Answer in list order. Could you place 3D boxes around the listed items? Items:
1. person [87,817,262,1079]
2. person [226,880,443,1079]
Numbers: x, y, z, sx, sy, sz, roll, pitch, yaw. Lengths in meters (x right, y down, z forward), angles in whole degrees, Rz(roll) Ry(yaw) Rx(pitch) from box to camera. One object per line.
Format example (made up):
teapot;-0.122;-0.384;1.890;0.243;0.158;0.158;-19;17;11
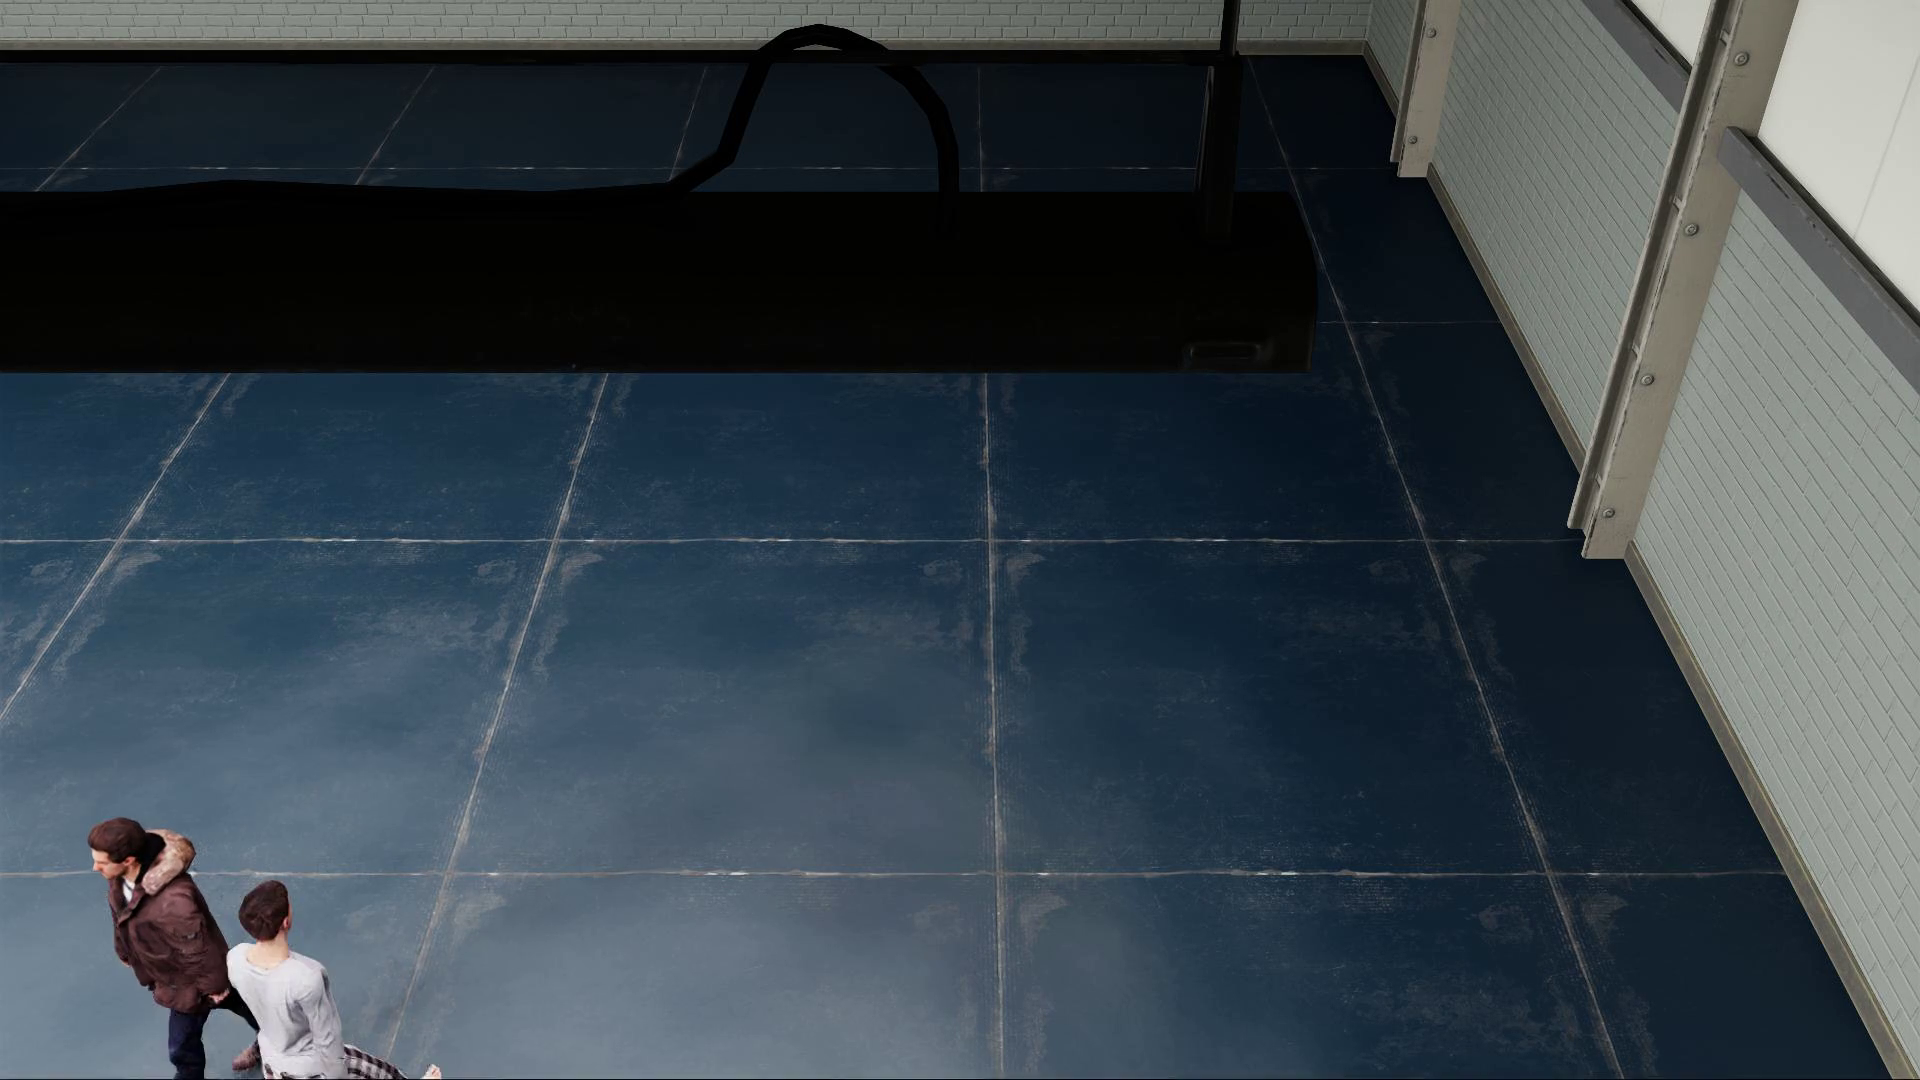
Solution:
person;-3.411;1.861;7.505;1.174;1.807;1.241;30;46;33
person;-2.809;2.244;6.998;0.895;1.810;1.172;13;39;17
